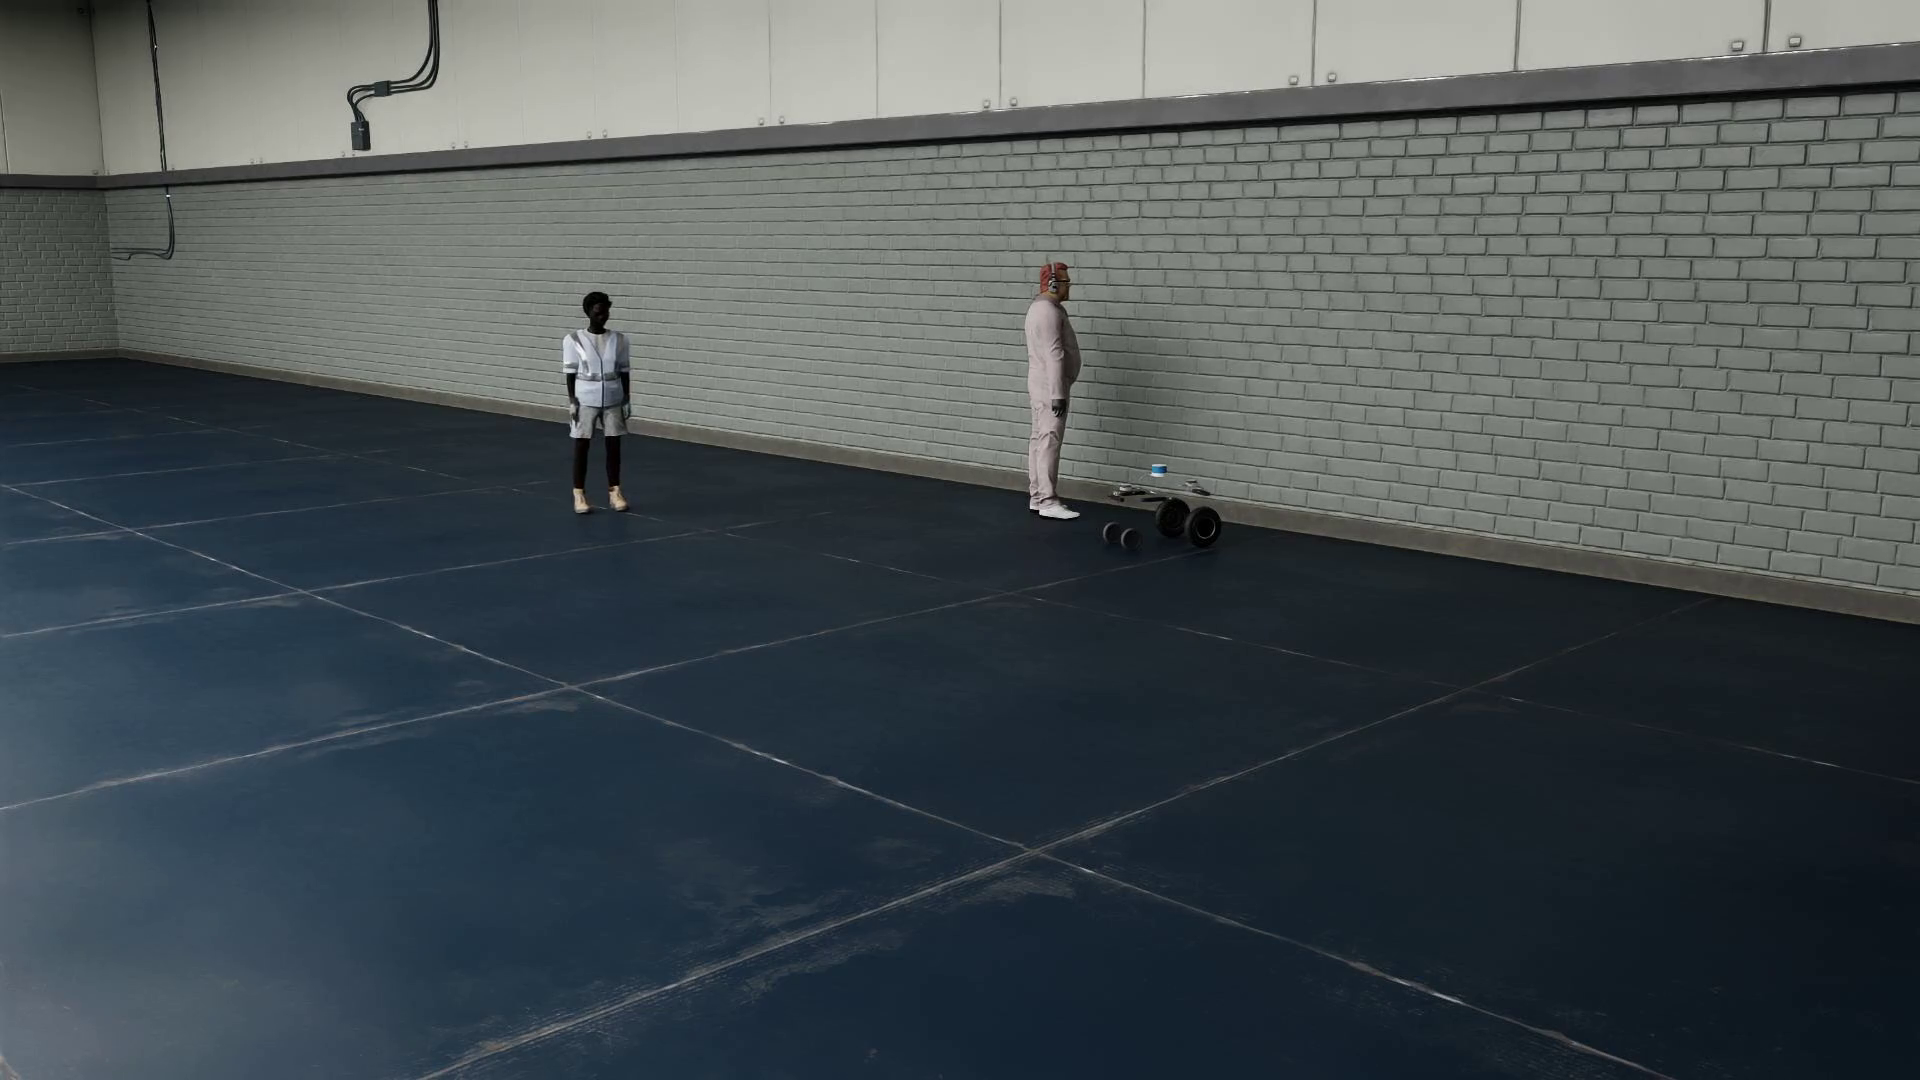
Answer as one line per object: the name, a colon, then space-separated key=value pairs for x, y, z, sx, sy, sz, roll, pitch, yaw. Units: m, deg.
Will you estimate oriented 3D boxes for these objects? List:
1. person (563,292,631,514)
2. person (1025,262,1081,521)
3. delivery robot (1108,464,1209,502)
person: x=-2.768 y=-1.052 z=12.732 sx=0.533 sy=1.693 sz=0.322 roll=-5 pitch=12 yaw=-28
person: x=0.703 y=-1.122 z=12.515 sx=0.408 sy=1.909 sz=0.638 roll=-2 pitch=11 yaw=-9
delivery robot: x=1.372 y=-0.407 z=11.451 sx=0.698 sy=0.223 sz=0.335 roll=-4 pitch=11 yaw=-22
